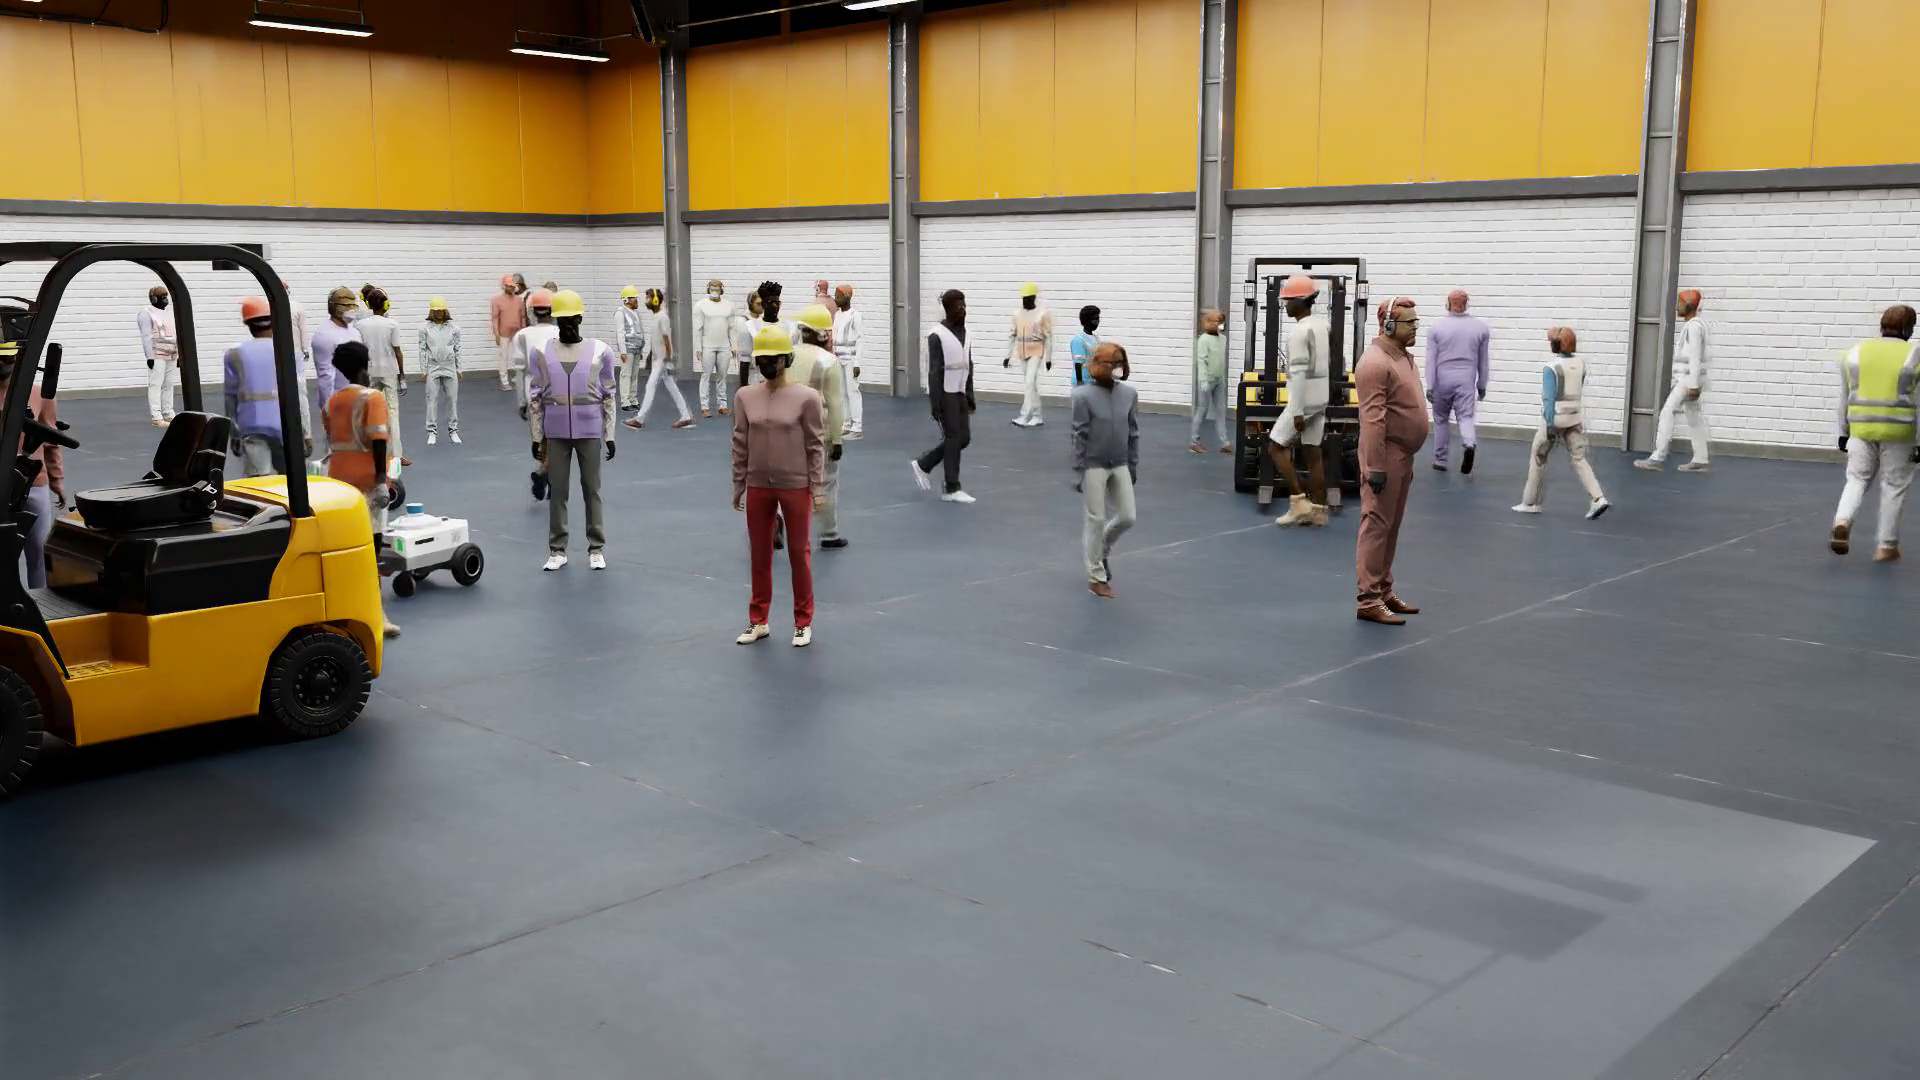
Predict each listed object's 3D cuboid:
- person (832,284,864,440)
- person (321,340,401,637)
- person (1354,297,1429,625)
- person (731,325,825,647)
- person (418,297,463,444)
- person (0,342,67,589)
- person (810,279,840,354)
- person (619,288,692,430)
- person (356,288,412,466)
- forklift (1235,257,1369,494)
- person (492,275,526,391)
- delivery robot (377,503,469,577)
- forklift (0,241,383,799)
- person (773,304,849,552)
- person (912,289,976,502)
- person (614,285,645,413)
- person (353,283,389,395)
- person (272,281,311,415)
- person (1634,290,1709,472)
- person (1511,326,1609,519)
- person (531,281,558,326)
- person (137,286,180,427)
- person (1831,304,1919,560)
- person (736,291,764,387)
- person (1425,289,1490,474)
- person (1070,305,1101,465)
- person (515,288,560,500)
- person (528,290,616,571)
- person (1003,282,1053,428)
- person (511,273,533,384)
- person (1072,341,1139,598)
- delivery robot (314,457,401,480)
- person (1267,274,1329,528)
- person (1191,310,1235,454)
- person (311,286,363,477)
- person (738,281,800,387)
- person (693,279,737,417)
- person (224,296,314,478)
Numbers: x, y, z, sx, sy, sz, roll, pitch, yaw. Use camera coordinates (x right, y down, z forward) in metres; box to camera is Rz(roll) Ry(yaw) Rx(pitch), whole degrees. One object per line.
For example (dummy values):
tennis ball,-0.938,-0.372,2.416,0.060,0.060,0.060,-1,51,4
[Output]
person,-1.373,-2.147,20.153,0.337,1.882,0.585,-6,11,-34
person,-3.379,-0.295,9.482,0.676,1.670,0.320,8,12,39
person,2.546,-0.469,9.801,0.408,1.908,0.643,5,11,28
person,-1.003,-0.287,9.113,0.529,1.767,0.329,2,10,14
person,-6.142,-2.003,19.706,0.494,1.742,0.306,-5,10,-26
person,-5.184,-0.285,9.098,0.534,1.767,0.319,-8,12,-39
person,-2.172,-3.135,26.147,0.410,1.909,0.643,6,11,31
person,-3.926,-2.328,21.474,0.987,1.813,0.560,-3,10,-18
person,-6.034,-1.691,17.390,0.516,1.876,0.327,1,9,6
forklift,3.309,-1.629,16.029,1.214,2.155,2.313,2,9,11
person,-7.542,-3.473,28.056,0.653,1.951,0.960,-7,12,-38
delivery robot,-3.503,0.008,10.720,0.477,0.478,0.707,4,10,22
forklift,-3.706,-0.171,7.093,1.214,2.155,2.313,9,13,43
person,-1.088,-0.789,12.028,0.604,1.816,0.651,6,11,34
person,-0.140,-1.291,14.868,0.643,1.896,0.609,5,11,29
person,-4.755,-2.759,24.062,0.403,1.834,0.588,2,10,14
person,-8.040,-2.562,22.739,0.524,1.874,0.325,-5,11,-29
person,-9.430,-2.662,23.266,0.639,1.903,0.407,-2,9,-12
person,7.304,-1.612,16.978,0.842,1.849,0.604,4,10,24
person,5.055,-0.980,13.863,0.512,1.602,0.822,-5,10,-28
person,-6.598,-3.196,26.629,0.639,1.882,1.067,-9,13,-44
person,-10.496,-2.410,21.899,0.429,1.845,0.621,1,9,9
person,6.490,-0.741,11.704,0.624,1.829,0.641,-8,12,-41
person,-2.360,-1.979,19.363,0.567,1.840,0.521,7,12,37
person,5.026,-1.597,16.816,0.646,1.877,0.817,1,9,3
person,1.345,-1.631,17.567,0.318,1.697,0.533,5,10,27
person,-3.678,-1.266,14.715,0.549,1.909,0.758,1,9,7
person,-2.661,-0.747,11.439,0.592,1.926,0.366,-1,9,-5
person,0.845,-2.405,21.705,0.603,1.893,0.885,8,12,42
person,-8.006,-3.878,30.288,0.687,2.000,1.023,3,10,15
person,0.903,-0.451,10.551,0.509,1.620,0.407,-5,10,-27
delivery robot,-5.200,-0.585,14.353,0.707,0.478,0.477,-4,10,-21
person,2.717,-1.085,13.229,0.491,2.026,0.632,7,11,35
person,2.858,-1.765,18.651,0.522,1.626,0.470,-9,13,-44
person,-4.834,-1.012,13.038,0.372,1.936,0.629,1,9,3
person,-1.704,-1.355,15.045,0.610,1.965,0.363,-5,11,-30
person,-3.422,-2.686,23.311,0.629,1.934,0.376,-5,11,-30
person,-4.917,-0.786,11.847,0.590,1.878,1.020,-3,10,-18
